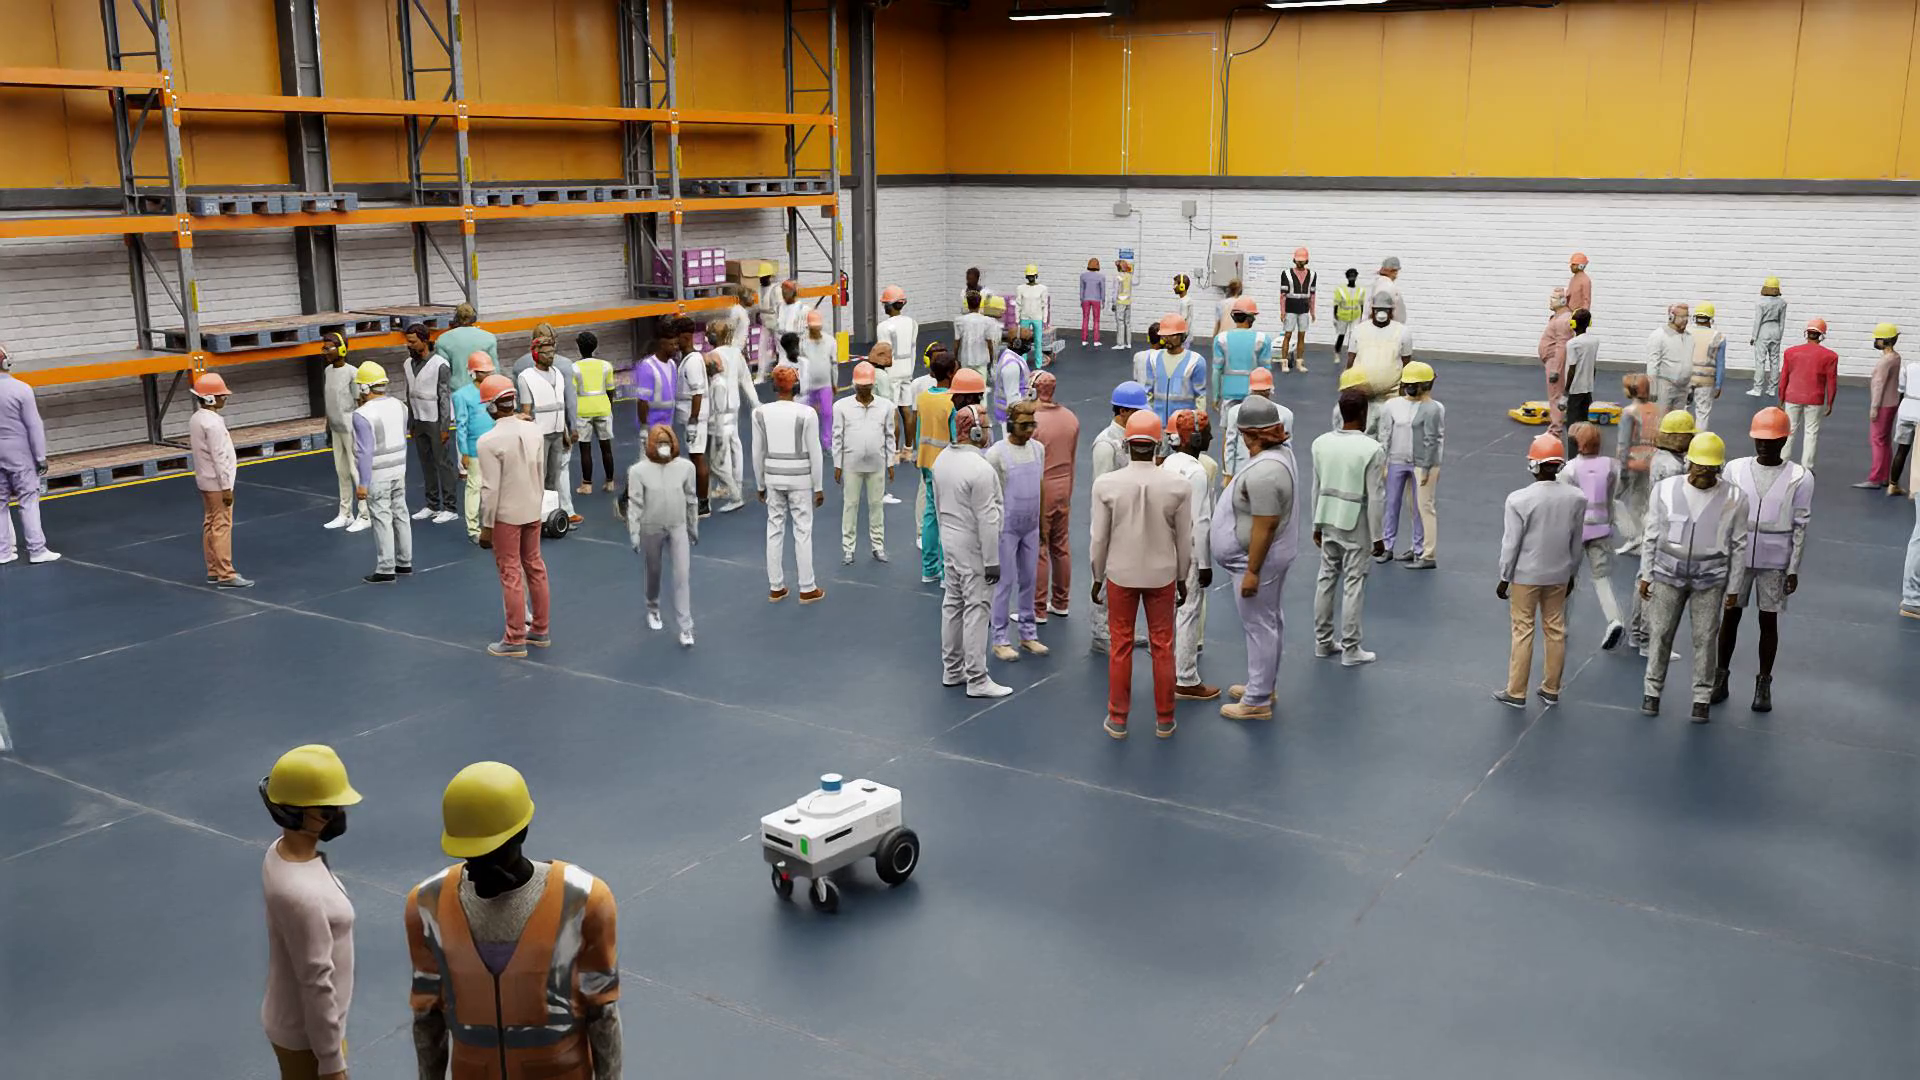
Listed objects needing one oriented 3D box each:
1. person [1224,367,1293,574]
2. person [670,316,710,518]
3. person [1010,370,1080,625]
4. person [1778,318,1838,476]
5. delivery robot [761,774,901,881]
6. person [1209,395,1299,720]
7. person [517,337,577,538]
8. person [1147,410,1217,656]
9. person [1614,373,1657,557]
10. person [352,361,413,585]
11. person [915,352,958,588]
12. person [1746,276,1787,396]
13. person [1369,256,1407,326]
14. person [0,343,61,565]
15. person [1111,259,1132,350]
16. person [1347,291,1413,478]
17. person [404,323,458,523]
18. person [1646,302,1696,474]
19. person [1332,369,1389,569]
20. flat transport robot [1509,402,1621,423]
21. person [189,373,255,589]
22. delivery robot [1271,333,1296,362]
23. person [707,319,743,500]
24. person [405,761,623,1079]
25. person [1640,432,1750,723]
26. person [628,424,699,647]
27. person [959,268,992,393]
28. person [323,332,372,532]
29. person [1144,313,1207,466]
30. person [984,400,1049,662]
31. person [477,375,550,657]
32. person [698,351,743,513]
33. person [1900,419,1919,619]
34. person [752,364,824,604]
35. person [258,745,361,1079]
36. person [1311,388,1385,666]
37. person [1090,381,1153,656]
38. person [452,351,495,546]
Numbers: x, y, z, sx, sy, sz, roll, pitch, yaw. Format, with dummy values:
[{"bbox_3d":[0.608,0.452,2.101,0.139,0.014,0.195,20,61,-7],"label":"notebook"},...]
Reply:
[{"bbox_3d":[2.492,-0.574,13.925,0.563,1.751,0.329,2,13,7],"label":"person"},{"bbox_3d":[-2.605,-1.186,16.125,0.374,1.959,0.608,-3,13,-12],"label":"person"},{"bbox_3d":[0.602,-0.319,12.482,0.400,1.910,0.643,12,18,43],"label":"person"},{"bbox_3d":[9.283,-1.561,18.235,0.575,1.740,0.349,9,16,33],"label":"person"},{"bbox_3d":[-0.612,1.361,7.953,0.477,0.478,0.707,11,17,40],"label":"delivery robot"},{"bbox_3d":[1.823,0.097,10.385,0.536,2.000,0.673,5,14,20],"label":"person"},{"bbox_3d":[-3.841,-0.961,15.400,0.390,1.846,0.565,6,14,24],"label":"person"},{"bbox_3d":[1.528,-0.035,11.587,0.574,1.749,0.333,-11,17,-40],"label":"person"},{"bbox_3d":[5.868,-0.646,14.526,0.530,1.629,0.366,-10,16,-37],"label":"person"},{"bbox_3d":[-4.753,-0.547,13.631,0.404,1.835,0.588,4,14,18],"label":"person"},{"bbox_3d":[-0.136,-0.569,13.536,0.380,1.921,0.596,-9,16,-36],"label":"person"},{"bbox_3d":[11.850,-2.990,24.426,0.483,1.745,0.299,-2,13,-7],"label":"person"},{"bbox_3d":[6.326,-3.261,24.950,0.725,2.000,0.689,0,13,1],"label":"person"},{"bbox_3d":[-8.137,-0.729,14.254,0.642,1.913,0.409,0,13,0],"label":"person"},{"bbox_3d":[2.953,-4.284,30.290,0.315,1.632,0.518,11,17,40],"label":"person"},{"bbox_3d":[4.552,-1.695,18.157,0.684,2.000,0.538,4,14,18],"label":"person"},{"bbox_3d":[-5.089,-1.128,15.989,0.587,1.912,0.392,8,15,33],"label":"person"},{"bbox_3d":[7.808,-1.651,18.259,0.643,1.909,0.411,-6,14,-26],"label":"person"},{"bbox_3d":[3.410,-0.615,14.254,0.483,1.693,0.833,4,13,15],"label":"person"},{"bbox_3d":[8.106,-1.699,22.051,1.431,0.197,0.652,0,13,1],"label":"flat transport robot"},{"bbox_3d":[-6.028,-0.482,13.526,0.329,1.751,0.571,-11,17,-38],"label":"person"},{"bbox_3d":[5.397,-3.233,27.882,0.477,0.478,0.707,6,14,23],"label":"delivery robot"},{"bbox_3d":[-2.435,-1.334,17.020,0.350,1.846,0.506,6,14,25],"label":"person"},{"bbox_3d":[-1.214,1.505,4.571,0.585,1.914,0.398,1,13,3],"label":"person"},{"bbox_3d":[4.535,0.226,10.311,0.596,1.825,0.403,7,15,28],"label":"person"},{"bbox_3d":[-2.148,-0.063,12.074,0.520,1.586,0.871,-4,14,-18],"label":"person"},{"bbox_3d":[0.175,-3.032,24.329,0.615,1.864,0.992,10,16,38],"label":"person"},{"bbox_3d":[-5.770,-1.011,15.564,0.518,1.874,0.329,8,15,32],"label":"person"},{"bbox_3d":[1.992,-1.110,15.616,0.612,2.041,0.394,8,15,30],"label":"person"},{"bbox_3d":[0.396,-0.069,11.563,0.511,1.836,0.357,-10,16,-36],"label":"person"},{"bbox_3d":[-3.151,-0.168,11.660,0.399,1.984,0.609,7,15,26],"label":"person"},{"bbox_3d":[-2.440,-1.050,16.292,0.565,1.605,0.577,-4,14,-19],"label":"person"},{"bbox_3d":[7.411,-0.397,12.623,0.375,1.997,0.612,8,15,32],"label":"person"},{"bbox_3d":[-1.336,-0.432,13.024,0.572,1.883,0.353,4,14,17],"label":"person"},{"bbox_3d":[-1.939,1.467,5.049,0.329,1.765,0.526,-7,15,-27],"label":"person"},{"bbox_3d":[2.658,-0.090,11.493,0.398,1.914,0.592,-10,16,-36],"label":"person"},{"bbox_3d":[1.130,-0.153,11.700,0.417,1.939,0.605,7,15,29],"label":"person"},{"bbox_3d":[-4.302,-0.838,15.066,0.327,1.753,0.563,8,15,32],"label":"person"}]
